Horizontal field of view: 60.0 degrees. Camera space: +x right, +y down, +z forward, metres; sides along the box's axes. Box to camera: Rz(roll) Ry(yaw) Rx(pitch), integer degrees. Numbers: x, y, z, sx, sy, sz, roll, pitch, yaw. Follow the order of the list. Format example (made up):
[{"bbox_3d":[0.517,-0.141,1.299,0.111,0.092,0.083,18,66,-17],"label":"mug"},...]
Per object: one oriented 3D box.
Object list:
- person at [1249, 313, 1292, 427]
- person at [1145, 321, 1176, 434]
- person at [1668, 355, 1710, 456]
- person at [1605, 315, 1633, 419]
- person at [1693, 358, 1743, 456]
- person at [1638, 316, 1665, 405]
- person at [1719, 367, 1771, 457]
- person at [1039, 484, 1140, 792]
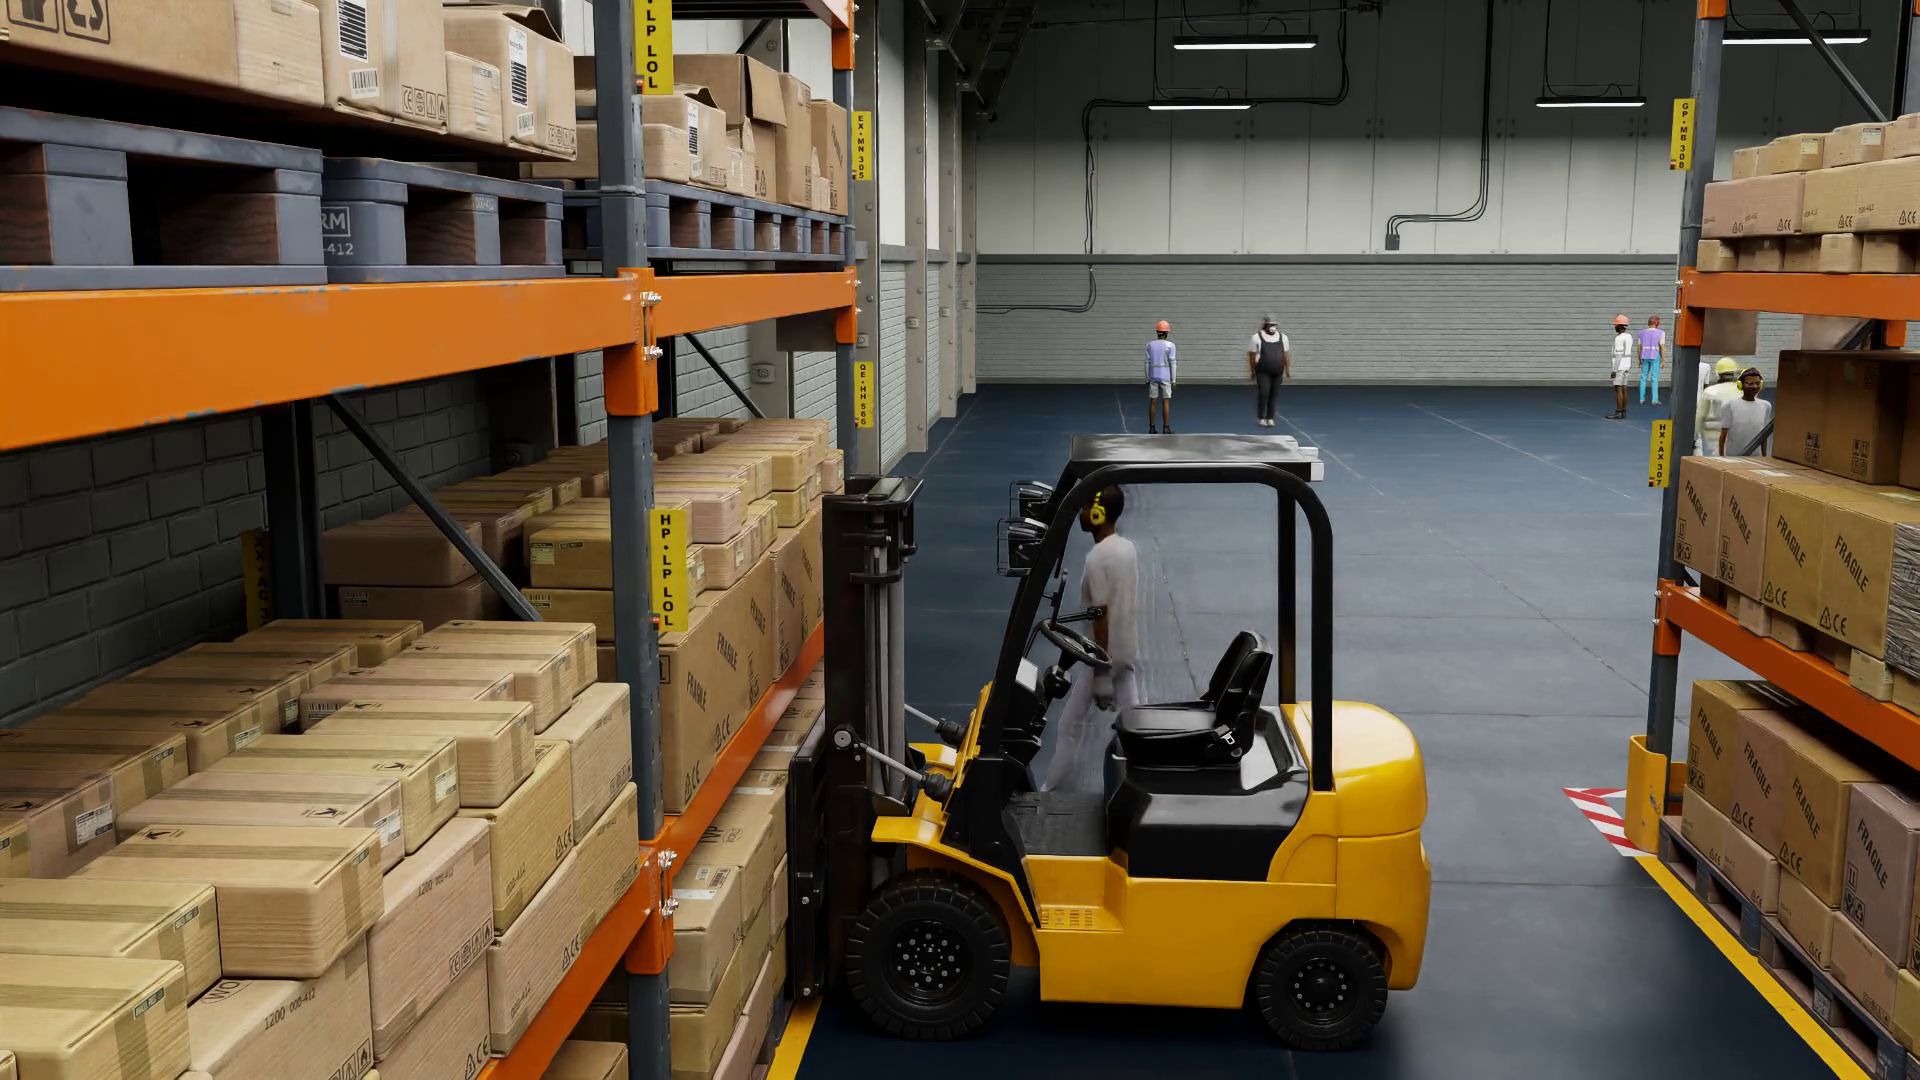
[{"bbox_3d":[5.566,-3.033,29.618,0.691,2.000,0.757,-2,10,-10],"label":"person"},{"bbox_3d":[3.404,-2.735,28.128,0.552,1.935,0.368,5,11,29],"label":"person"},{"bbox_3d":[9.872,-1.780,22.546,0.519,1.873,0.335,0,9,1],"label":"person"},{"bbox_3d":[12.321,-3.222,31.074,0.360,1.939,0.543,9,13,42],"label":"person"},{"bbox_3d":[8.868,-1.224,19.423,0.637,1.782,0.925,0,9,-2],"label":"person"},{"bbox_3d":[14.227,-3.697,34.259,0.390,1.838,0.563,-9,13,-44],"label":"person"},{"bbox_3d":[7.721,-0.762,16.374,0.516,1.873,0.329,0,9,-2],"label":"person"},{"bbox_3d":[0.723,0.592,8.335,1.004,1.825,0.540,5,11,30],"label":"person"}]
